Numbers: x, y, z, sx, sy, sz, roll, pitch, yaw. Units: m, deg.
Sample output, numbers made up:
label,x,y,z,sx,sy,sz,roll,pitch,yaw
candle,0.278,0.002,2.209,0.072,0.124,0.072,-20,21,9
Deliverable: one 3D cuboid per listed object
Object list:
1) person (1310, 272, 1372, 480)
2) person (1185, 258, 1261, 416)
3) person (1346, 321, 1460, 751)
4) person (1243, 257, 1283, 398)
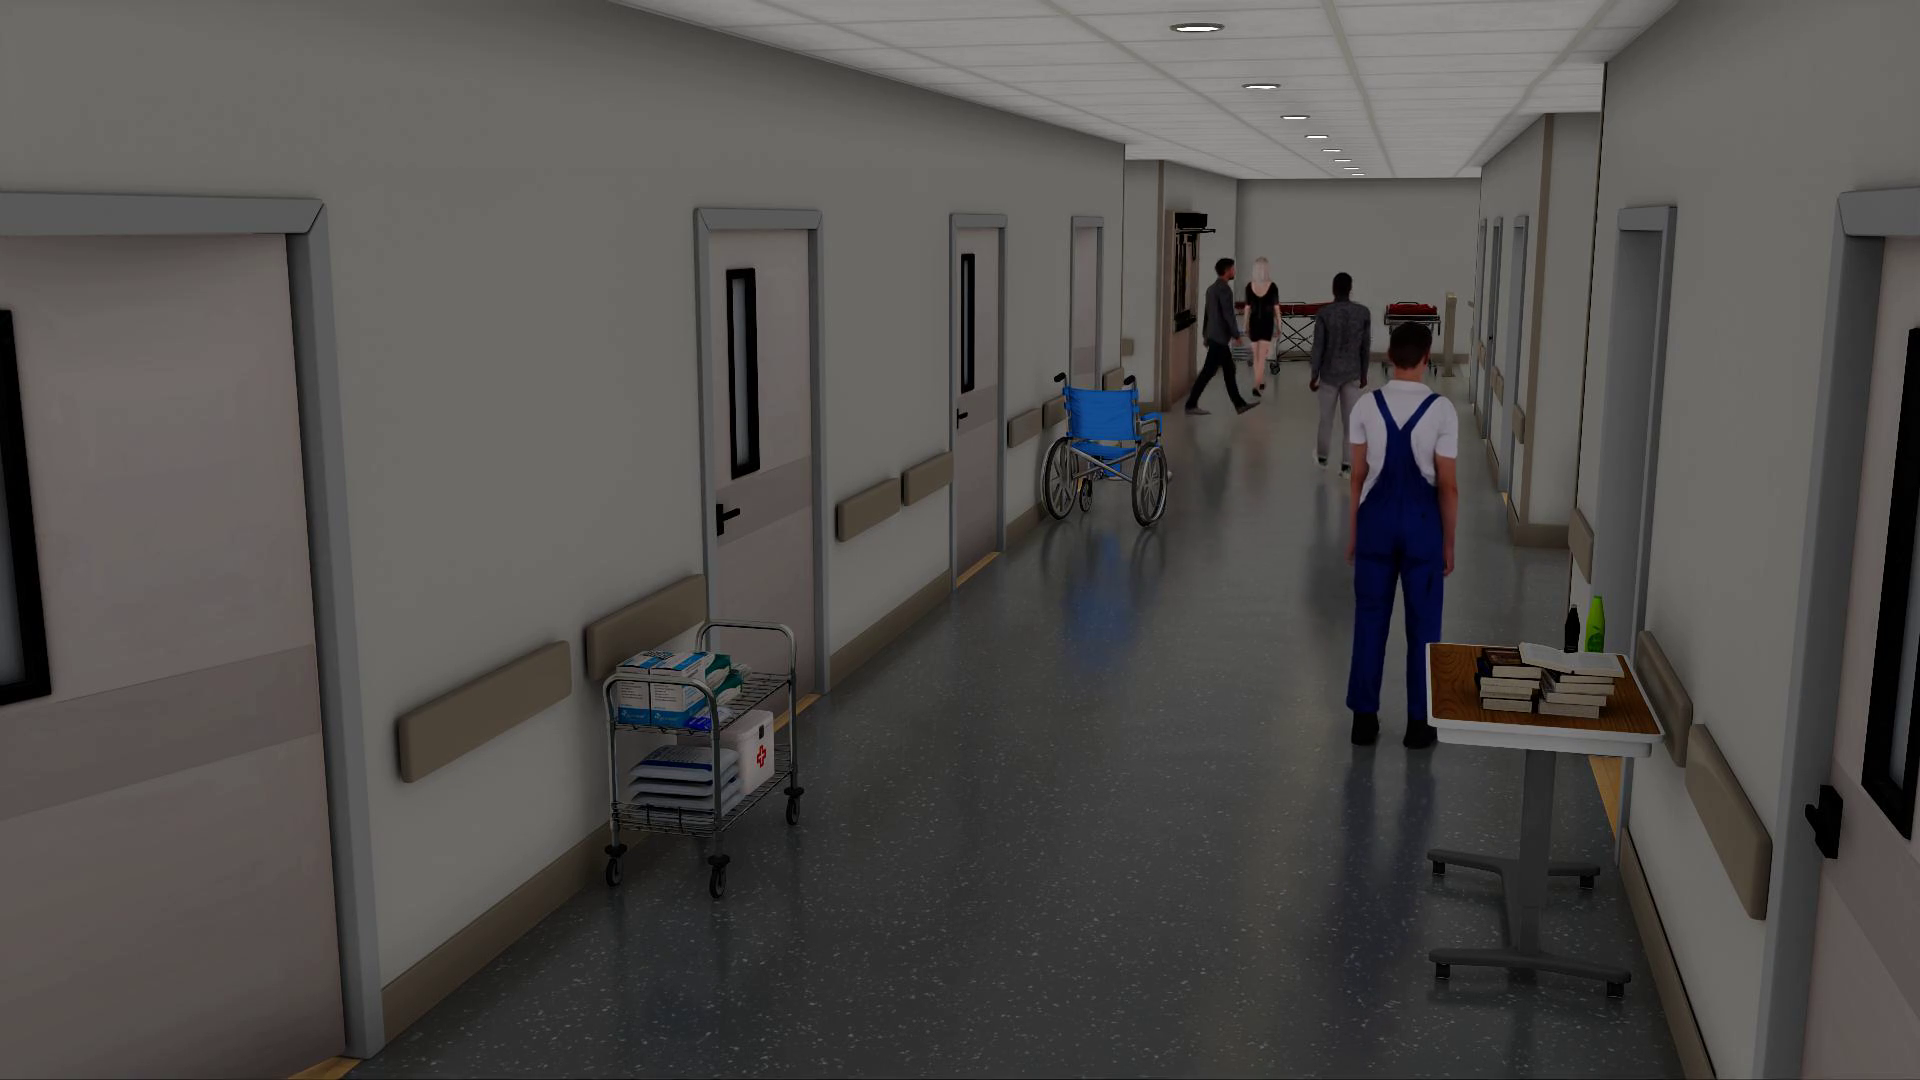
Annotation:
label,x,y,z,sx,sy,sz,roll,pitch,yaw
person,3.369,-1.404,14.616,0.936,1.790,1.229,0,11,-1
person,2.925,-2.303,19.276,1.082,1.820,1.248,-1,11,-8
person,1.880,-0.024,7.191,0.655,1.848,0.626,5,12,23
person,3.864,-2.696,21.456,0.711,1.780,1.183,4,12,22
